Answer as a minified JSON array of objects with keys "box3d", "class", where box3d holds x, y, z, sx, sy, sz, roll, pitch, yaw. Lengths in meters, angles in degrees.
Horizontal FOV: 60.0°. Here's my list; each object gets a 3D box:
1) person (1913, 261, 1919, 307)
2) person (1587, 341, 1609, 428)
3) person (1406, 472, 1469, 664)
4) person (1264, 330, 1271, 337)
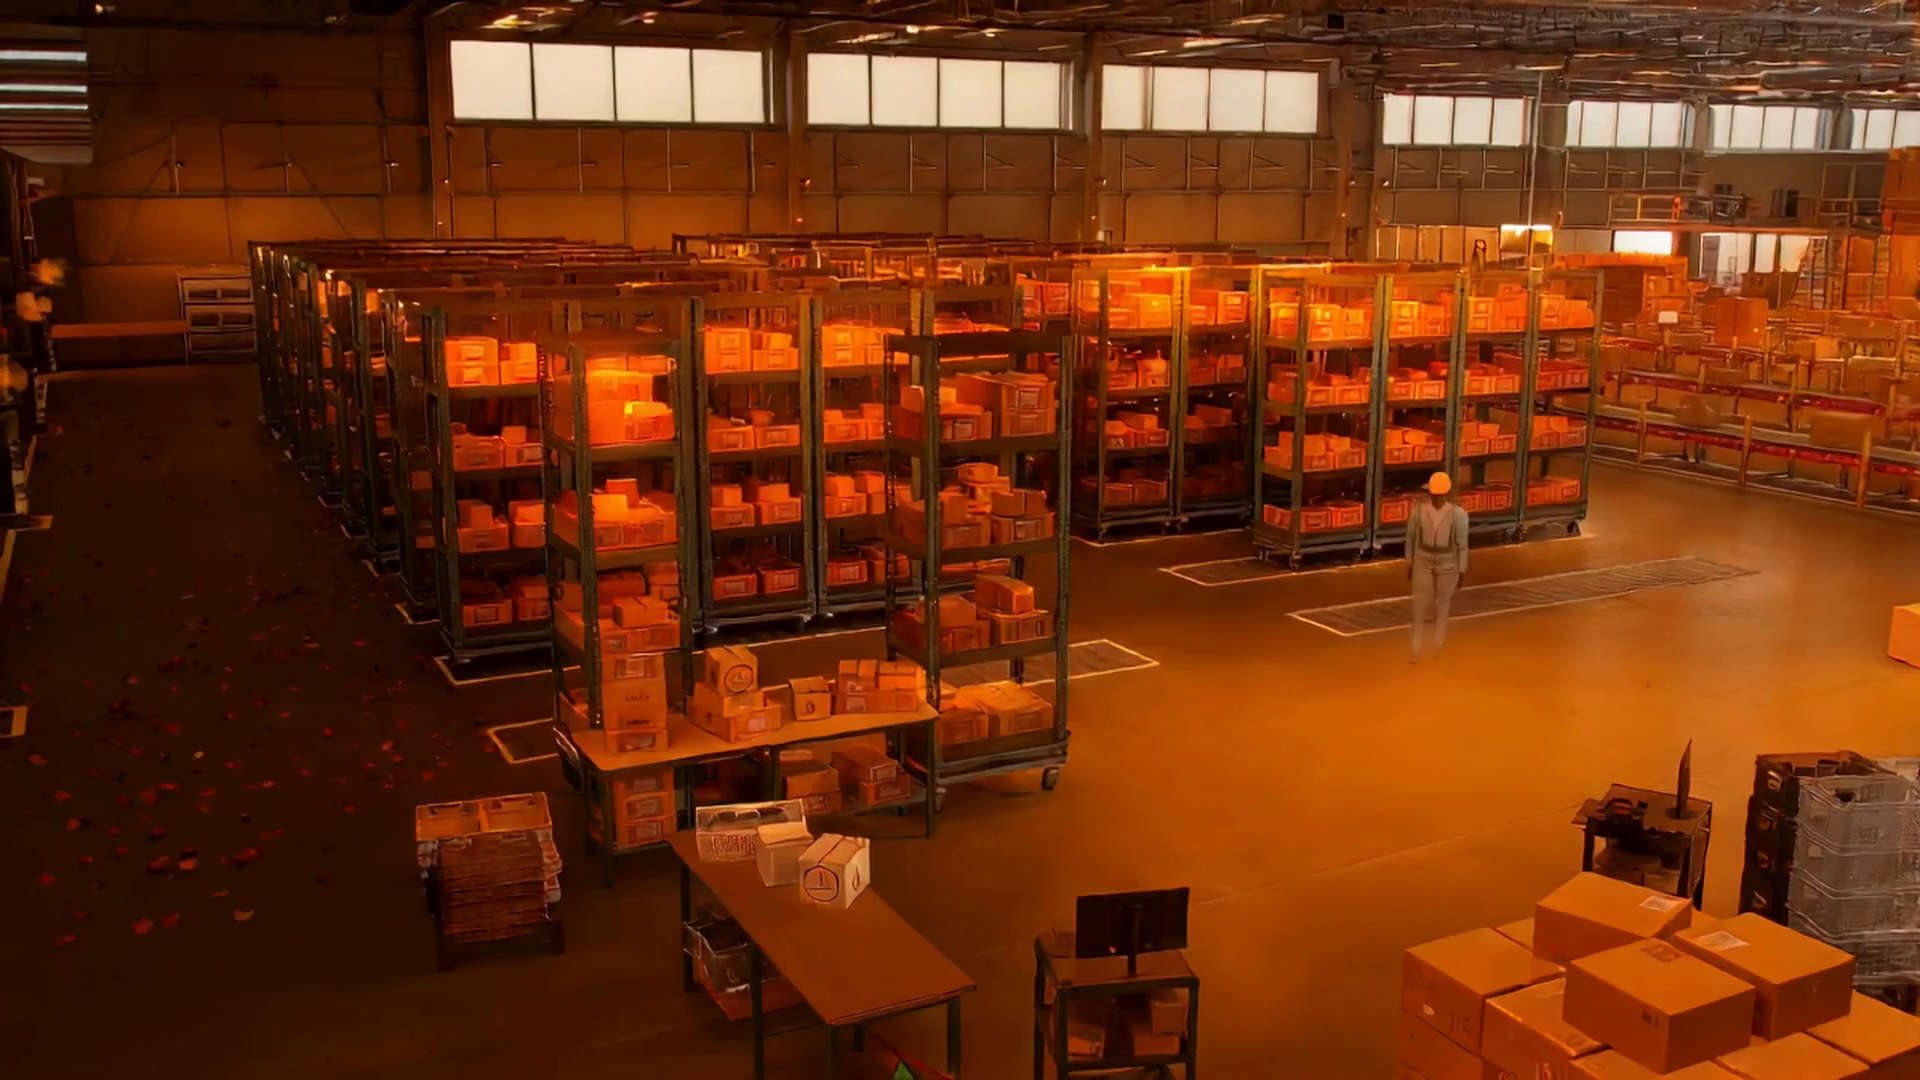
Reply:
[{"box3d":[37.165,-9.899,64.276,0.443,1.831,0.532,7,14,31],"class":"person"},{"box3d":[12.147,-2.914,31.761,0.525,1.769,0.327,-7,14,-30],"class":"person"},{"box3d":[4.687,0.284,16.417,0.610,1.922,0.662,5,13,22],"class":"person"},{"box3d":[7.848,-5.403,43.085,0.643,1.905,0.399,7,14,31],"class":"person"}]
